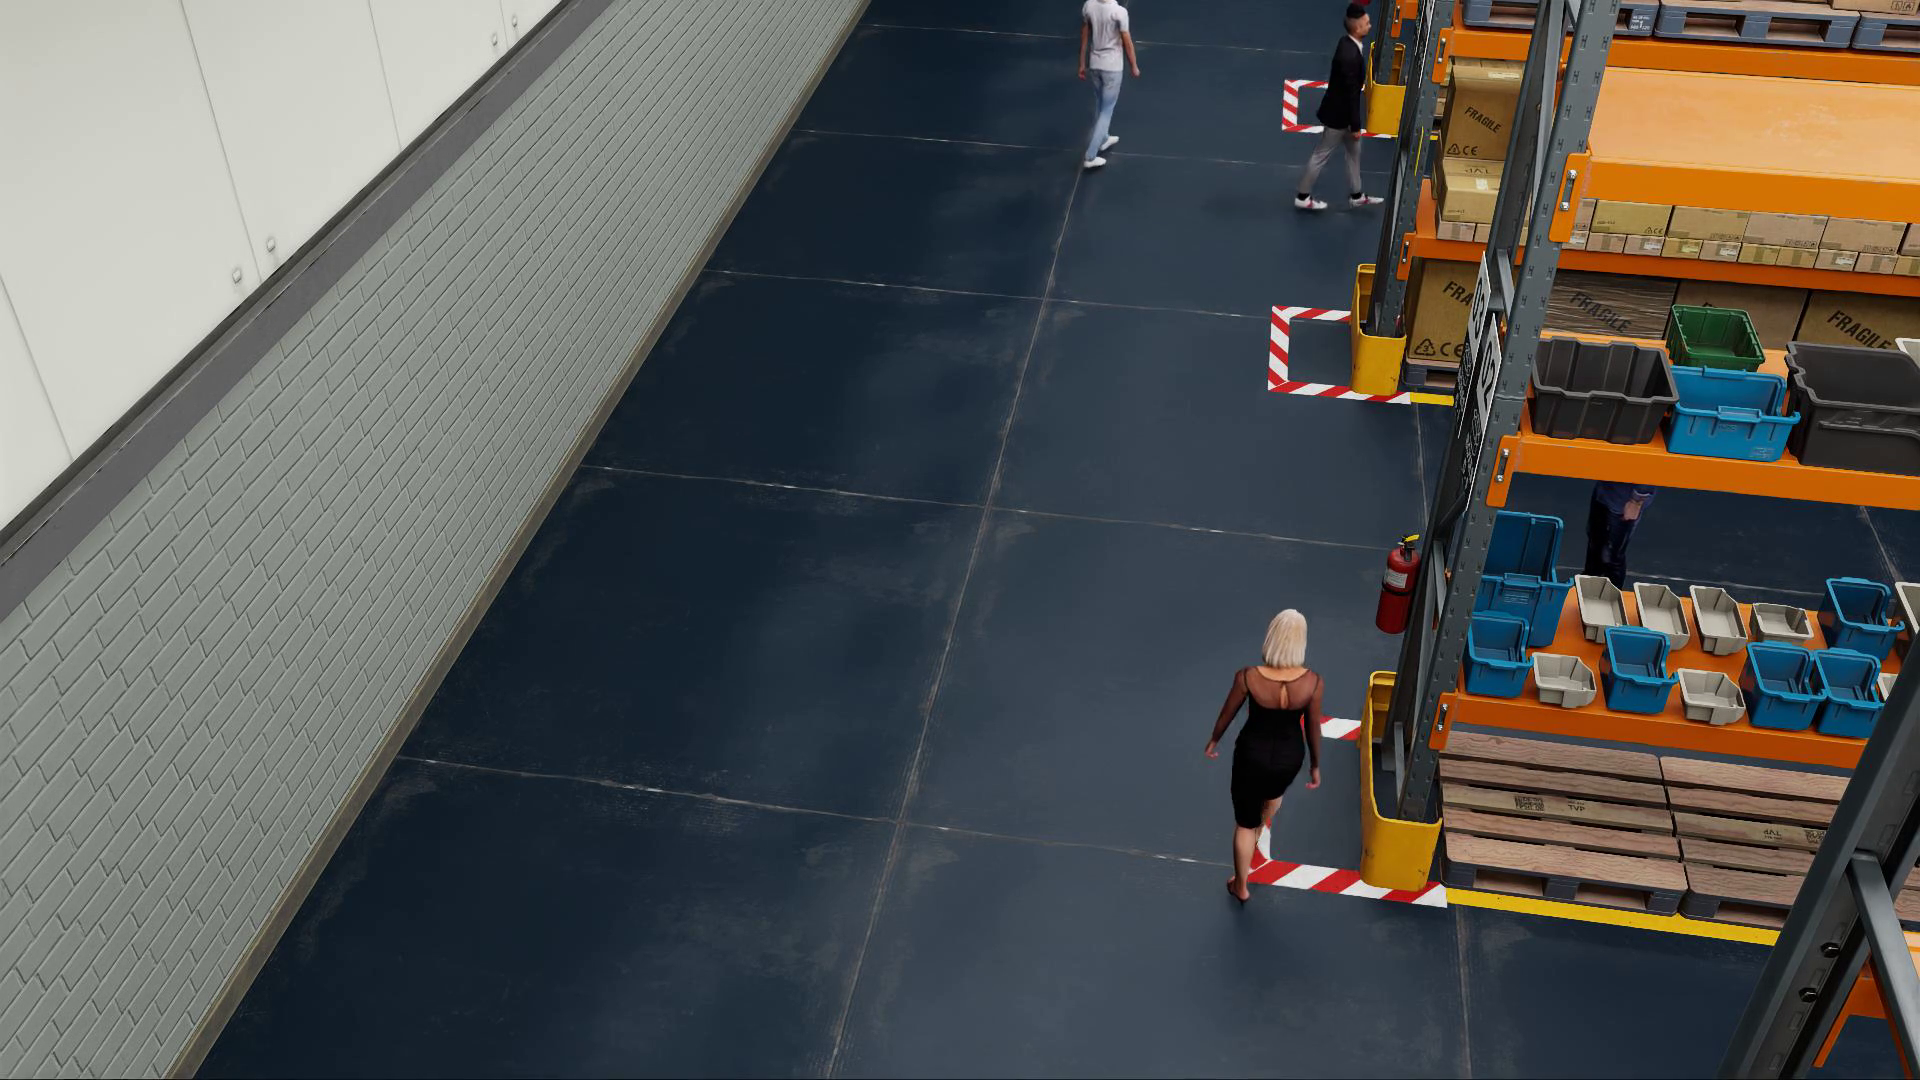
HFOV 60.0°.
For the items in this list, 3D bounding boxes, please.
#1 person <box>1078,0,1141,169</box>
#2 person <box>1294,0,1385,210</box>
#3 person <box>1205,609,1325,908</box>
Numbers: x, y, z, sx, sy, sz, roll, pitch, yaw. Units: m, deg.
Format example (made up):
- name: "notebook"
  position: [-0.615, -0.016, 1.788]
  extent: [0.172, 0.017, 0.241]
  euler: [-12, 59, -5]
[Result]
- name: "person"
  position: [1.320, -4.345, 15.446]
  extent: [1.051, 1.824, 1.035]
  euler: [28, 45, 32]
- name: "person"
  position: [3.240, -3.780, 14.628]
  extent: [1.003, 1.917, 0.710]
  euler: [7, 38, 9]
- name: "person"
  position: [1.544, 1.159, 8.305]
  extent: [0.801, 1.706, 0.827]
  euler: [1, 37, 1]
